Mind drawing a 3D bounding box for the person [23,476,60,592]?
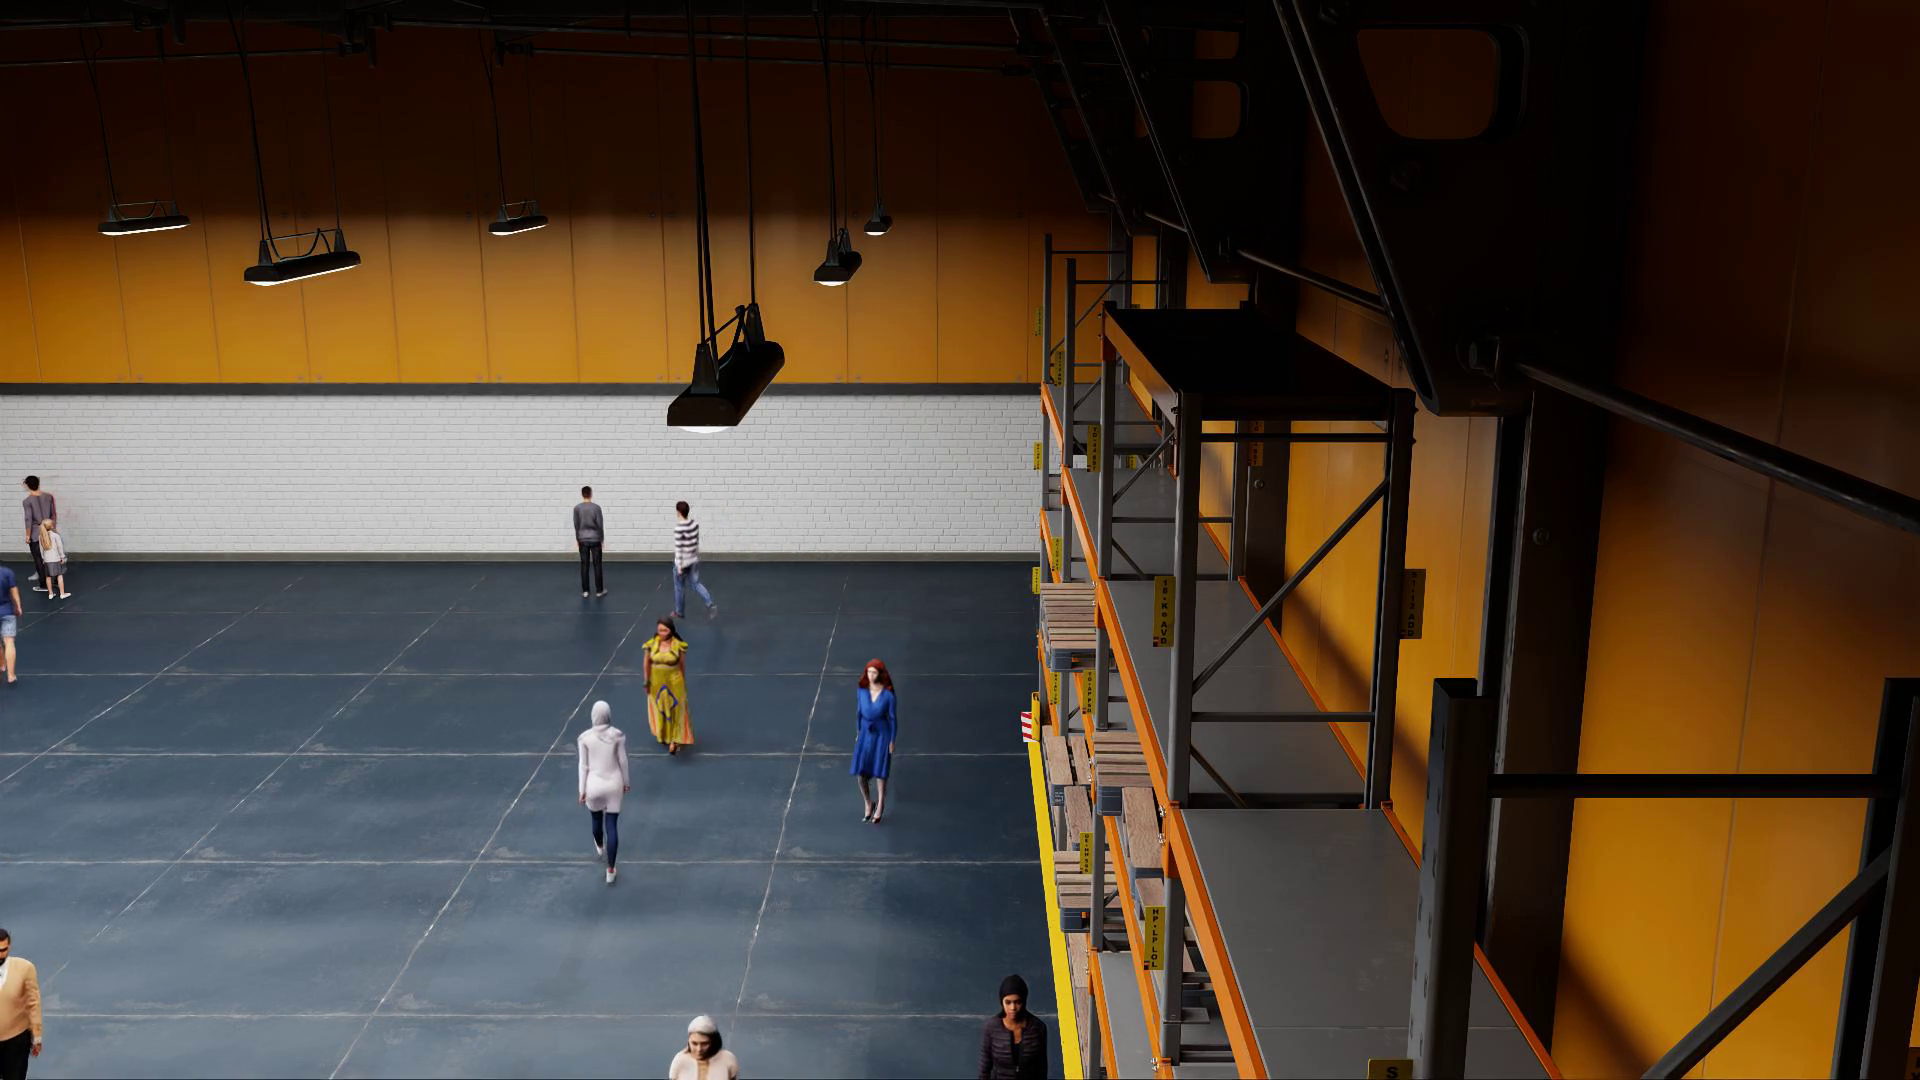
[{"bbox_3d":[-14.657,-0.116,26.535,0.805,1.850,0.643,6,15,25],"label":"person"}]

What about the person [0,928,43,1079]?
[{"bbox_3d":[-6.783,3.517,11.771,0.779,1.736,0.786,-7,15,-27],"label":"person"}]

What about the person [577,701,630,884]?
[{"bbox_3d":[-3.442,2.466,16.113,0.771,1.735,1.138,-3,14,-11],"label":"person"}]

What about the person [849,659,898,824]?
[{"bbox_3d":[-0.848,2.098,17.464,0.766,1.815,0.801,5,15,20],"label":"person"}]

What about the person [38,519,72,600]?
[{"bbox_3d":[-14.242,0.285,26.097,0.509,1.275,0.517,-1,14,-3],"label":"person"}]

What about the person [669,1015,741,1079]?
[{"bbox_3d":[-1.626,3.792,10.661,0.655,1.723,0.858,-1,14,-5],"label":"person"}]

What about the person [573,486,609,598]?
[{"bbox_3d":[-5.827,0.014,26.185,0.614,1.760,0.519,0,14,1],"label":"person"}]

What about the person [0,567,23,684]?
[{"bbox_3d":[-12.675,1.021,21.961,1.018,1.792,1.265,-7,15,-27],"label":"person"}]

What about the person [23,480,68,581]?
[{"bbox_3d":[-15.006,-0.202,27.225,0.920,1.691,1.008,10,17,37],"label":"person"}]

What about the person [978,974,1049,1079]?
[{"bbox_3d":[0.346,3.701,10.988,0.626,1.746,0.576,-1,14,-5],"label":"person"}]

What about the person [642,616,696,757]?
[{"bbox_3d":[-3.463,1.683,19.606,0.818,1.613,1.225,-1,14,-4],"label":"person"}]

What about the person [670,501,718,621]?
[{"bbox_3d":[-3.979,0.341,24.695,1.135,1.827,1.118,11,17,38],"label":"person"}]
